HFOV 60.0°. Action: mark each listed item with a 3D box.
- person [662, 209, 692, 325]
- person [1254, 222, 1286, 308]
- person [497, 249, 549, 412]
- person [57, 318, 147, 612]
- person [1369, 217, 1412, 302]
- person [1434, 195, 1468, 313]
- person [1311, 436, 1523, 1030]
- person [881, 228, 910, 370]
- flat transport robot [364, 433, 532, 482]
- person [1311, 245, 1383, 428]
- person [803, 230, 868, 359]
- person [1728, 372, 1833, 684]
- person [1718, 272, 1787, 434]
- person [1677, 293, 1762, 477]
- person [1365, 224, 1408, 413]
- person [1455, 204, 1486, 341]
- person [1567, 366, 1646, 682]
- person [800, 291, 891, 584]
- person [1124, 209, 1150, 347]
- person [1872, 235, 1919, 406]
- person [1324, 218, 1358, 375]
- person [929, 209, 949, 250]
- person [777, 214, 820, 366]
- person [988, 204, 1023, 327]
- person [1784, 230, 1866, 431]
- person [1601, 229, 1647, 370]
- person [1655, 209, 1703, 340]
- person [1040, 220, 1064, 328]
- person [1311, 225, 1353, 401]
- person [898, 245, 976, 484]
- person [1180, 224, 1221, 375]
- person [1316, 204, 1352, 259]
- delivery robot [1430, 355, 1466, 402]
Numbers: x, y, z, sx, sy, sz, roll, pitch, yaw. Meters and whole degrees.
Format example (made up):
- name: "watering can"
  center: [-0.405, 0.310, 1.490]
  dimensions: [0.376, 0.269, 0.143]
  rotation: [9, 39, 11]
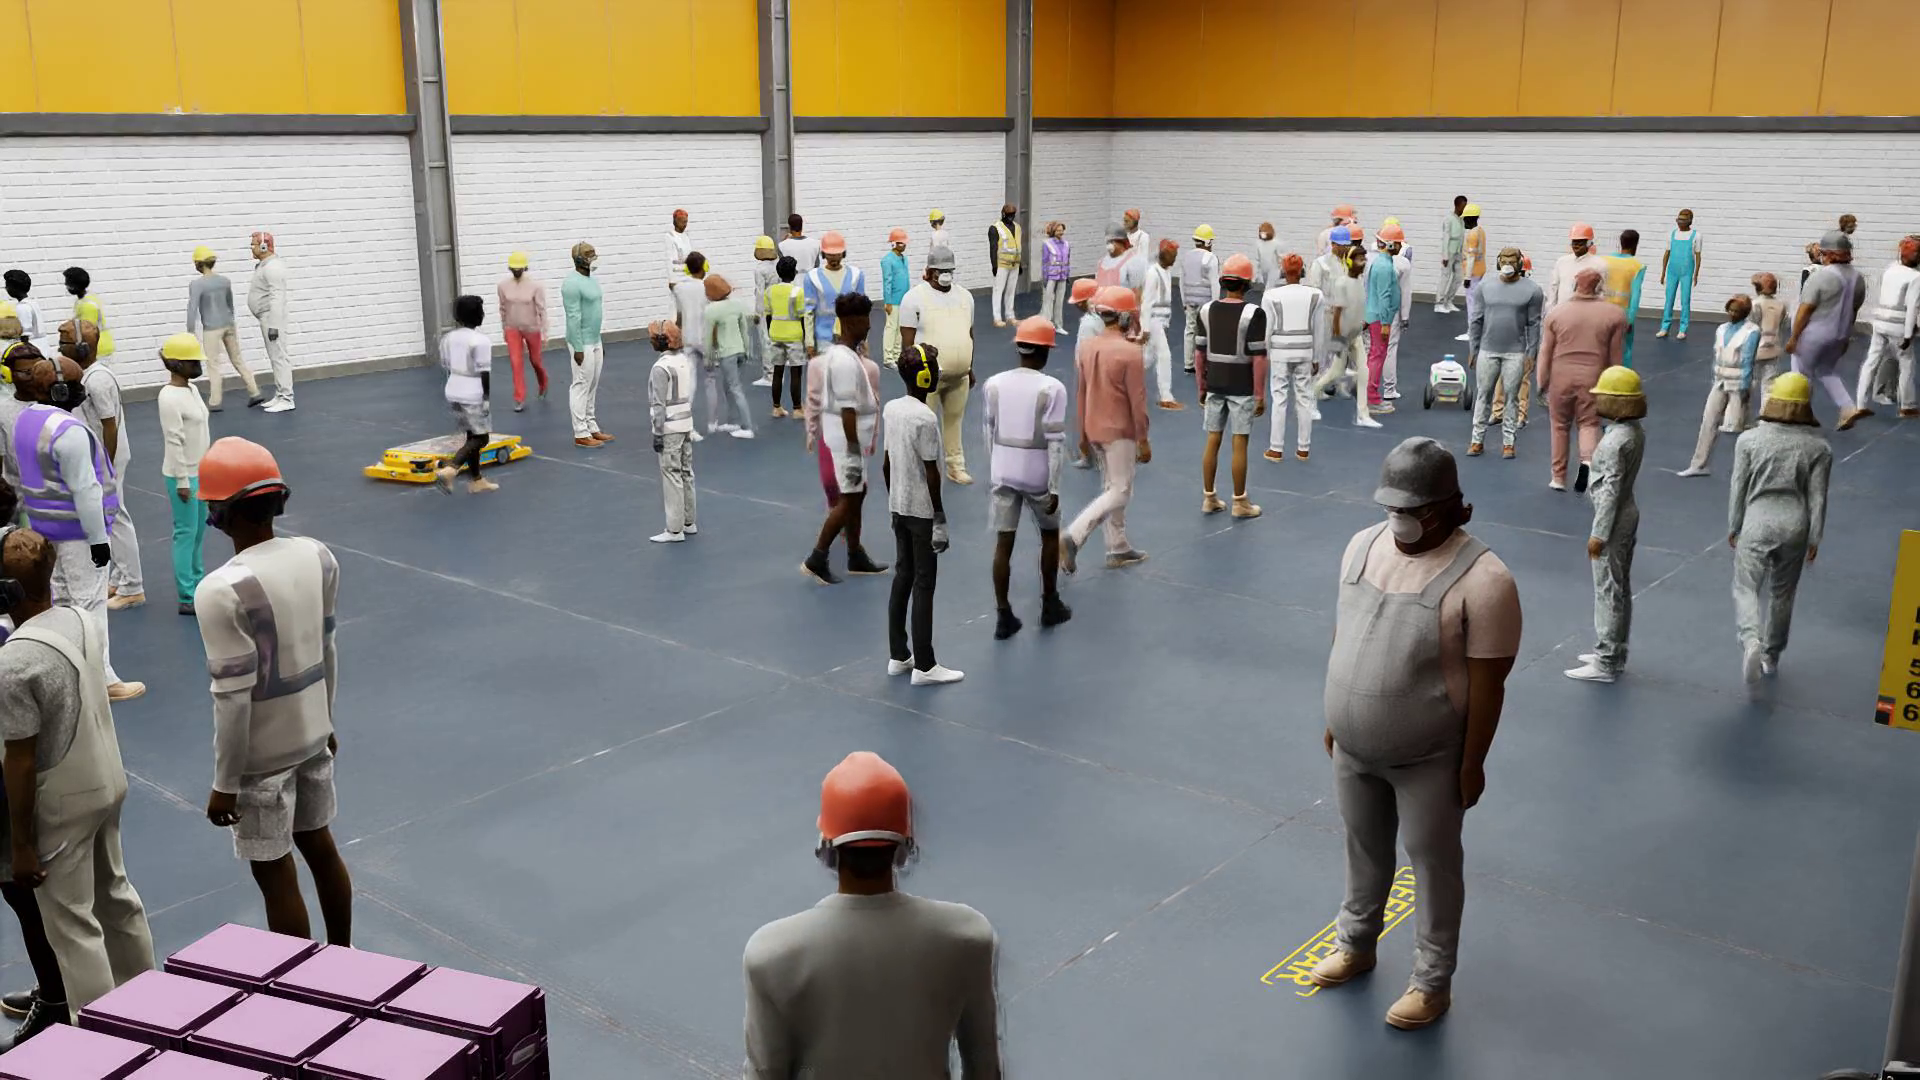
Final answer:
- name: "person"
  center: [-3.832, -3.580, 22.792]
  dimensions: [0.355, 1.887, 0.573]
  rotation: [5, 15, 20]
- name: "person"
  center: [4.748, -4.056, 25.343]
  dimensions: [0.891, 1.570, 0.505]
  rotation: [-12, 19, -40]
- name: "person"
  center: [-4.692, -2.288, 17.955]
  dimensions: [0.536, 1.725, 0.870]
  rotation: [0, 14, -1]
- name: "person"
  center: [-5.395, -0.471, 10.453]
  dimensions: [0.327, 1.843, 0.516]
  rotation: [-9, 17, -32]
- name: "person"
  center: [5.589, -3.308, 21.807]
  dimensions: [0.589, 1.837, 0.404]
  rotation: [8, 16, 29]
- name: "person"
  center: [7.994, -4.641, 27.014]
  dimensions: [0.600, 1.901, 0.416]
  rotation: [-13, 19, -43]
- name: "person"
  center: [1.490, 0.633, 5.643]
  dimensions: [0.535, 2.000, 0.680]
  rotation: [-10, 17, -36]
- name: "person"
  center: [-0.772, -3.014, 20.802]
  dimensions: [0.342, 1.748, 0.573]
  rotation: [6, 15, 23]
- name: "flat transport robot"
  center: [-4.536, -0.762, 14.806]
  dimensions: [0.652, 0.197, 1.431]
  rotation: [6, 15, 24]
- name: "person"
  center: [3.910, -2.084, 16.931]
  dimensions: [0.529, 1.835, 0.909]
  rotation: [-12, 18, -40]
- name: "person"
  center: [-1.195, -1.964, 16.061]
  dimensions: [0.612, 2.029, 0.409]
  rotation: [-4, 15, -16]
- name: "person"
  center: [4.434, -0.046, 9.036]
  dimensions: [0.487, 1.718, 0.714]
  rotation: [4, 15, 17]
- name: "person"
  center: [7.740, -1.801, 16.224]
  dimensions: [0.529, 1.616, 0.651]
  rotation: [-3, 14, -12]
- name: "person"
  center: [6.661, -1.317, 14.283]
  dimensions: [0.677, 1.616, 0.534]
  rotation: [-4, 15, -16]
- name: "person"
  center: [4.500, -2.344, 17.661]
  dimensions: [0.403, 1.986, 0.611]
  rotation: [2, 14, 7]
- name: "person"
  center: [7.233, -3.788, 23.572]
  dimensions: [0.419, 1.915, 0.588]
  rotation: [7, 16, 25]
- name: "person"
  center: [3.557, -0.085, 9.131]
  dimensions: [0.332, 1.739, 0.500]
  rotation: [9, 17, 32]
- name: "person"
  center: [-0.757, -0.680, 11.089]
  dimensions: [0.494, 1.970, 0.644]
  rotation: [-1, 14, -5]
- name: "person"
  center: [2.395, -3.603, 22.909]
  dimensions: [0.349, 1.879, 0.582]
  rotation: [-8, 16, -29]
- name: "person"
  center: [10.232, -2.395, 18.128]
  dimensions: [0.569, 1.849, 0.384]
  rotation: [-9, 16, -31]
- name: "person"
  center: [4.691, -2.967, 20.329]
  dimensions: [0.395, 1.900, 0.647]
  rotation: [-4, 15, -16]
- name: "person"
  center: [-0.330, -4.098, 25.112]
  dimensions: [0.327, 1.765, 0.528]
  rotation: [5, 15, 19]
- name: "person"
  center: [-2.024, -3.146, 21.006]
  dimensions: [0.587, 1.914, 0.390]
  rotation: [-9, 16, -31]
- name: "person"
  center: [0.716, -4.159, 25.212]
  dimensions: [0.621, 1.837, 0.429]
  rotation: [-13, 19, -41]
- name: "person"
  center: [8.427, -2.019, 16.240]
  dimensions: [0.698, 2.000, 0.638]
  rotation: [-6, 15, -22]
- name: "person"
  center: [7.327, -2.538, 18.653]
  dimensions: [0.896, 1.883, 0.594]
  rotation: [-12, 18, -40]
- name: "person"
  center: [10.259, -3.783, 23.691]
  dimensions: [0.517, 1.841, 0.324]
  rotation: [12, 18, 39]
- name: "person"
  center: [1.412, -3.931, 24.721]
  dimensions: [0.356, 1.616, 0.522]
  rotation: [-2, 14, -10]
- name: "person"
  center: [4.146, -2.503, 18.400]
  dimensions: [0.617, 1.936, 0.426]
  rotation: [-5, 15, -19]
- name: "person"
  center: [-0.139, -1.459, 14.003]
  dimensions: [0.683, 2.000, 0.538]
  rotation: [-8, 16, -28]
- name: "person"
  center: [2.930, -2.893, 20.156]
  dimensions: [0.403, 1.834, 0.588]
  rotation: [-12, 18, -40]
- name: "person"
  center: [5.082, -3.544, 22.478]
  dimensions: [0.646, 1.968, 0.464]
  rotation: [-5, 15, -17]
- name: "delivery robot"
  center: [5.295, -1.764, 18.044]
  dimensions: [0.477, 0.478, 0.707]
  rotation: [3, 14, 13]
